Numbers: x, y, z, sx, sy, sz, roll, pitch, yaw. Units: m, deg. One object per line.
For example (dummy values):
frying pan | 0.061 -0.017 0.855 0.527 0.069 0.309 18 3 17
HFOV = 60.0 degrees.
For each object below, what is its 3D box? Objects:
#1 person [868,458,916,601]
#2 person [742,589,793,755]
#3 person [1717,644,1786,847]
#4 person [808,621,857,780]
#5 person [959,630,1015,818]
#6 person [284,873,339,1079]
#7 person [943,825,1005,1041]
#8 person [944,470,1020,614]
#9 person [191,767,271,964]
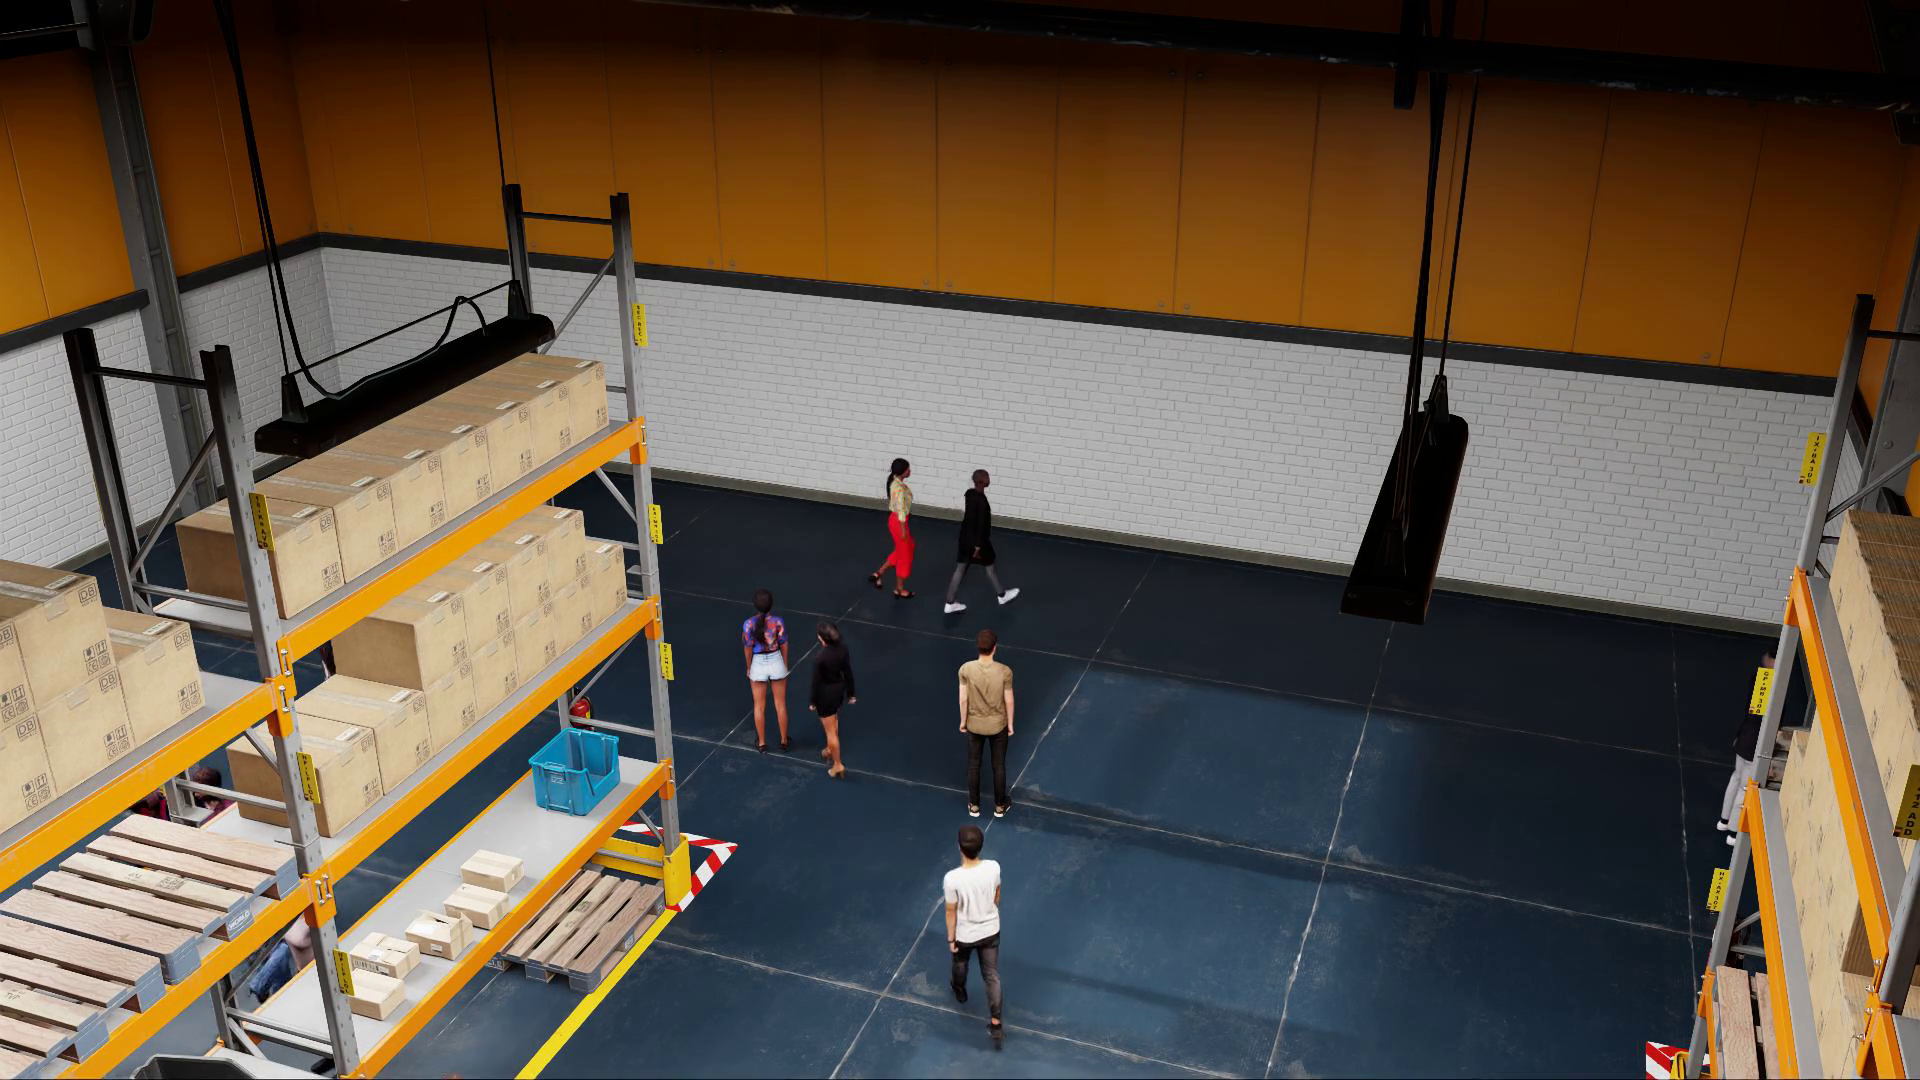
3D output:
person | -0.790 -0.104 19.262 0.889 1.780 0.865 -6 24 -14
person | -1.871 1.265 16.167 0.664 1.751 0.660 -3 24 -6
person | 7.032 1.788 14.710 0.814 1.959 0.612 3 24 7
person | -1.172 1.538 15.699 0.815 1.625 0.841 -20 31 -38
person | 0.242 1.668 15.121 0.704 1.849 0.632 3 24 8
person | -4.581 3.122 11.925 0.654 1.744 0.634 18 29 35
person | 0.147 2.942 12.411 1.056 1.686 1.189 -7 25 -16
person | 0.083 0.063 18.968 1.231 1.709 1.103 -14 27 -28
person | -5.669 2.543 13.151 0.903 1.823 1.031 22 32 40
